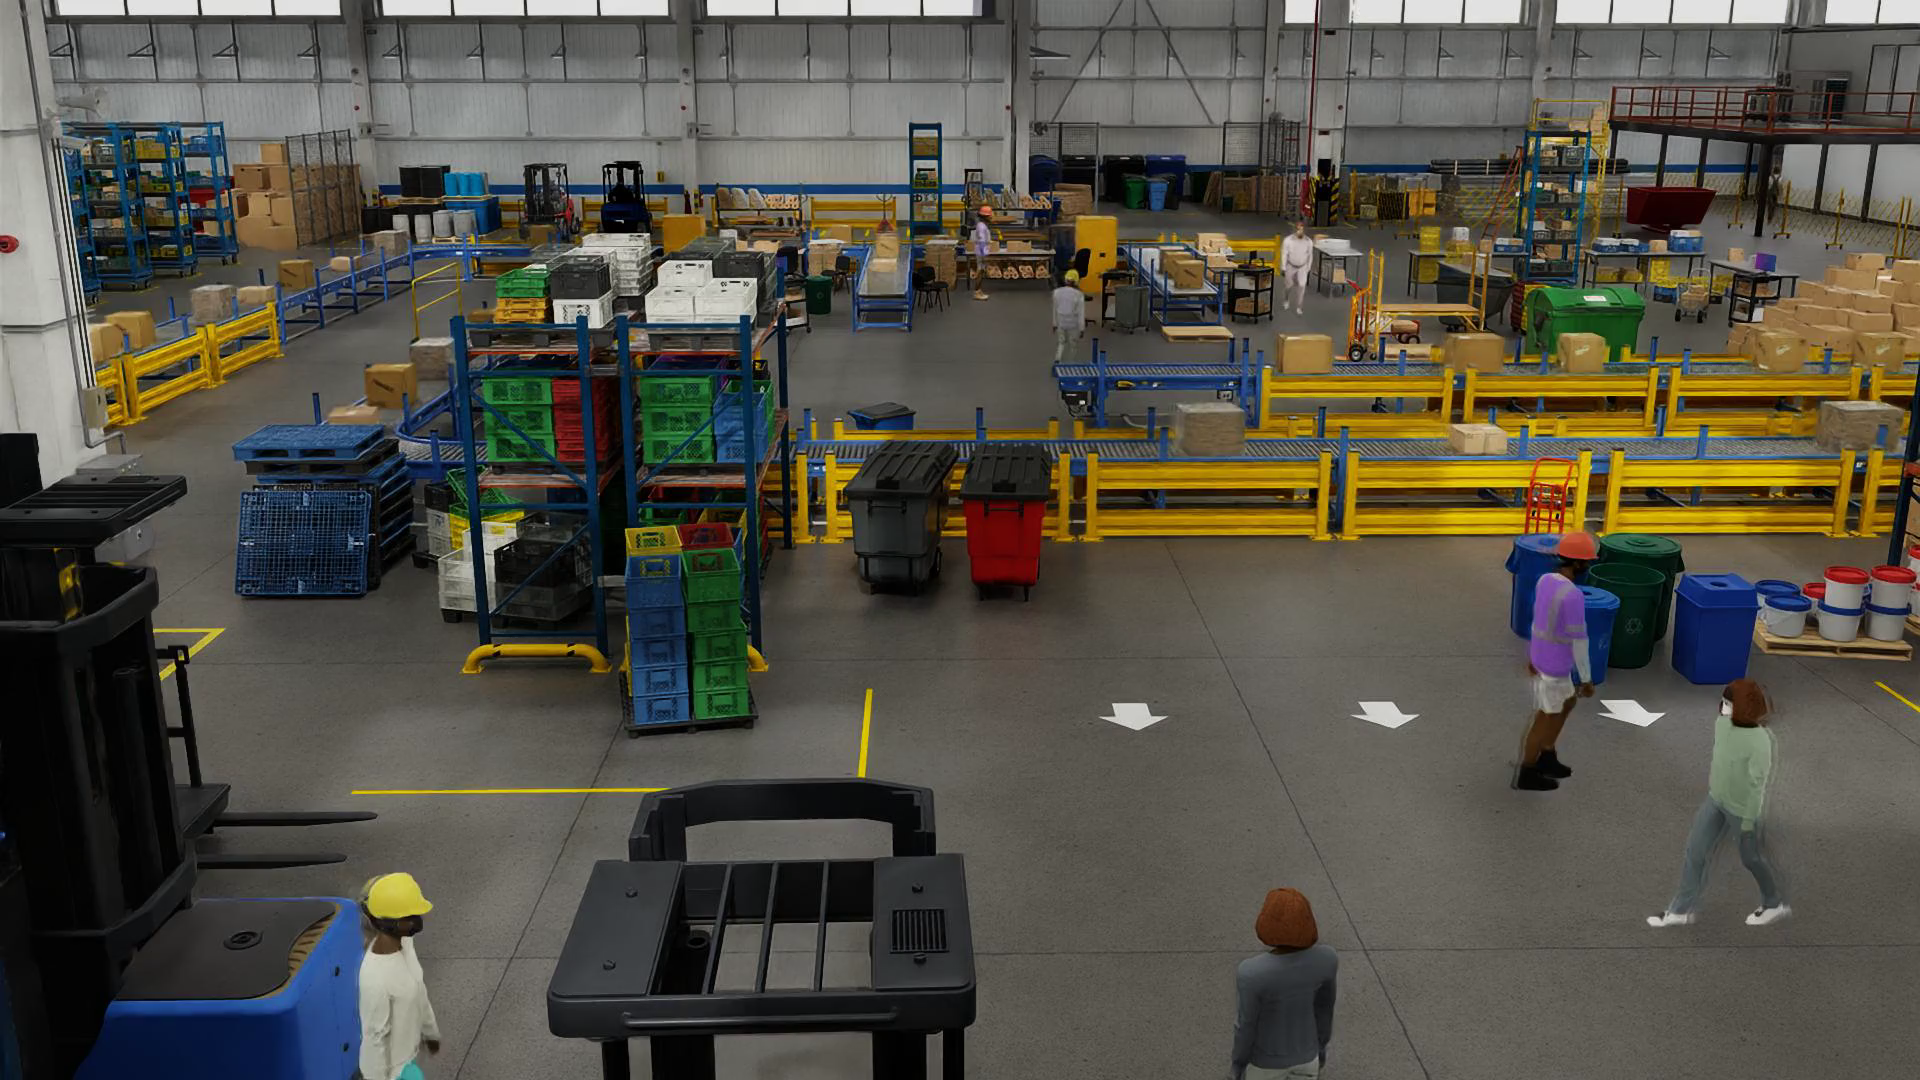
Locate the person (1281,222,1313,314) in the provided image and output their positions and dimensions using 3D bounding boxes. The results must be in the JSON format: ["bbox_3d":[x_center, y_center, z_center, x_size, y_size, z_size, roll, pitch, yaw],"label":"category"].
[{"bbox_3d":[6.980,-5.665,34.564,0.646,1.882,0.776,1,16,4],"label":"person"}]

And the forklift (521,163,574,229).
[{"bbox_3d":[-12.233,-10.122,49.298,1.157,1.987,2.680,0,16,-1],"label":"forklift"}]

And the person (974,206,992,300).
[{"bbox_3d":[0.515,-6.279,36.402,0.385,2.039,0.607,1,16,5],"label":"person"}]

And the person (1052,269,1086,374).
[{"bbox_3d":[1.769,-3.521,27.210,0.613,1.815,0.510,9,18,27],"label":"person"}]

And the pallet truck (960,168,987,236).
[{"bbox_3d":[0.383,-10.230,50.206,0.823,1.965,1.885,-1,16,-3],"label":"pallet truck"}]

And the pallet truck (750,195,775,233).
[{"bbox_3d":[-6.051,-9.967,50.660,0.680,1.201,1.601,0,16,-1],"label":"pallet truck"}]

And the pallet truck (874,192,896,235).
[{"bbox_3d":[-2.277,-9.986,50.594,0.653,1.274,1.630,0,16,-1],"label":"pallet truck"}]

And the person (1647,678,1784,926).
[{"bbox_3d":[4.621,1.574,9.895,0.833,1.593,0.510,-3,16,-10],"label":"person"}]

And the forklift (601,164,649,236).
[{"bbox_3d":[-9.948,-10.127,49.296,1.157,1.987,2.680,-1,16,-3],"label":"forklift"}]

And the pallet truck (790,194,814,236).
[{"bbox_3d":[-4.814,-9.883,50.259,0.704,1.261,1.522,-1,16,-3],"label":"pallet truck"}]

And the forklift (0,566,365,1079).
[{"bbox_3d":[-3.863,1.568,7.627,1.873,2.768,1.129,0,16,-1],"label":"forklift"}]

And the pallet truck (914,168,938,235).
[{"bbox_3d":[-0.989,-10.316,50.507,0.823,1.965,1.885,1,16,3],"label":"pallet truck"}]

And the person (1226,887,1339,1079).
[{"bbox_3d":[1.416,2.284,7.352,0.505,1.635,0.277,-6,17,-20],"label":"person"}]

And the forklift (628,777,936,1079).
[{"bbox_3d":[-0.542,2.165,5.552,1.129,2.768,1.873,-1,16,-2],"label":"forklift"}]

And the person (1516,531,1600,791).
[{"bbox_3d":[4.283,0.872,11.773,0.625,1.916,0.569,0,16,1],"label":"person"}]

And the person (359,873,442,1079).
[{"bbox_3d":[-2.362,2.259,7.259,0.697,1.739,0.539,-2,16,-7],"label":"person"}]

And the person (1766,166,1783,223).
[{"bbox_3d":[26.368,-11.200,53.958,0.530,1.801,0.981,2,16,8],"label":"person"}]

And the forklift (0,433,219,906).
[{"bbox_3d":[-5.952,0.780,10.366,1.873,2.768,1.129,0,16,-1],"label":"forklift"}]
